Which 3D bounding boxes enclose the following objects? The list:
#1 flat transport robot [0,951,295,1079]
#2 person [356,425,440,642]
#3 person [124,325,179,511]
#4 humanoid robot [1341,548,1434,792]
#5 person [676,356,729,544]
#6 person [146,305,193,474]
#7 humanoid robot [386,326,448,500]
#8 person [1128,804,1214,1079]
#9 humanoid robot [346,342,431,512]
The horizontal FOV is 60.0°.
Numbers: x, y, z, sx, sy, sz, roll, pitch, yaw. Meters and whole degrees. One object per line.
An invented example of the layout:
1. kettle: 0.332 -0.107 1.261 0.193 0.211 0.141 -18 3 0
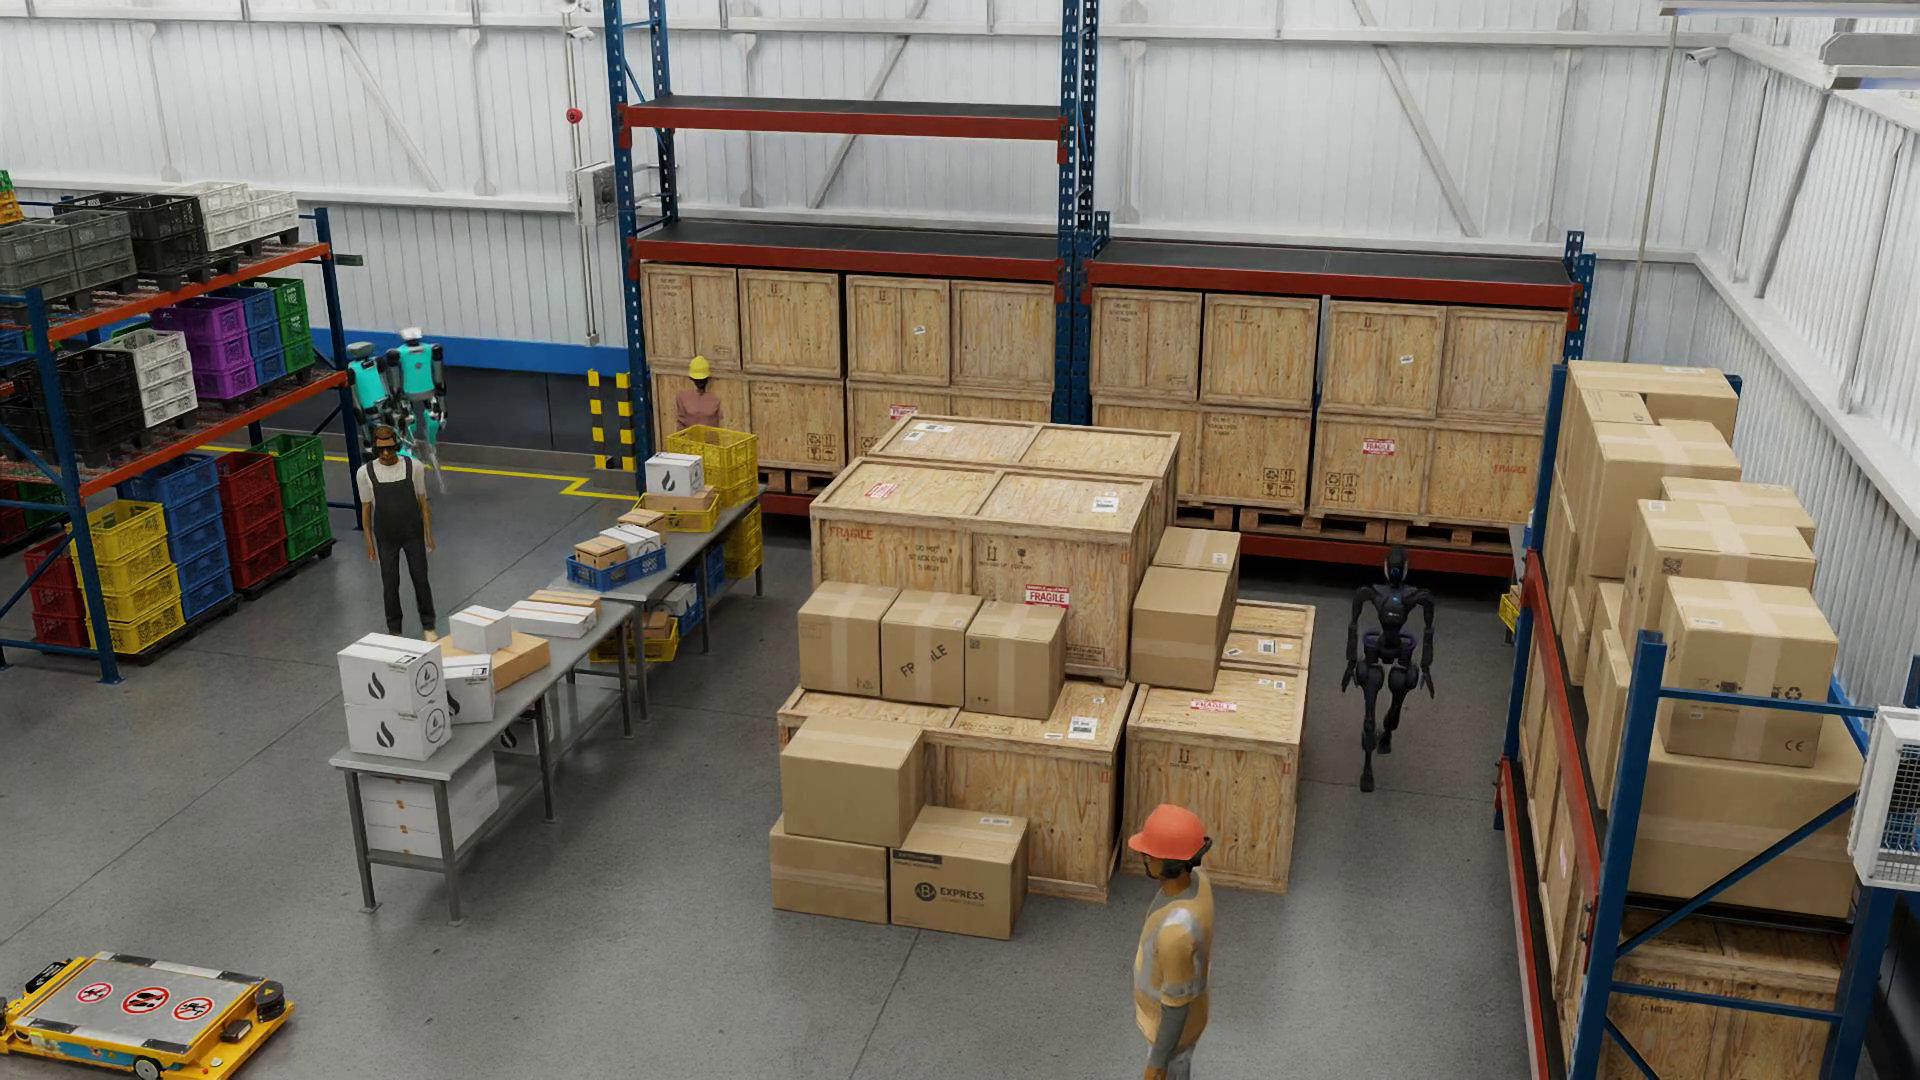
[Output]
1. flat transport robot: -4.270 2.464 8.601 1.431 0.231 0.659 5 22 13
2. person: -4.359 -0.024 12.921 0.506 1.837 0.333 -9 23 -22
3. person: -7.292 -0.947 15.042 0.385 2.041 0.613 4 21 11
4. humanoid robot: 2.852 0.806 11.057 0.602 1.651 0.774 4 21 11
5. person: -2.315 -0.822 15.112 0.524 1.760 0.335 3 21 9
6. person: -7.968 -1.546 16.815 0.909 1.890 0.578 10 23 24
7. humanoid robot: -5.304 -1.211 16.253 0.537 1.865 0.652 -12 24 -29
8. person: 0.882 2.057 7.182 0.373 2.043 0.608 4 21 11
9. humanoid robot: -5.269 -0.976 15.555 0.983 1.734 0.530 7 22 18
